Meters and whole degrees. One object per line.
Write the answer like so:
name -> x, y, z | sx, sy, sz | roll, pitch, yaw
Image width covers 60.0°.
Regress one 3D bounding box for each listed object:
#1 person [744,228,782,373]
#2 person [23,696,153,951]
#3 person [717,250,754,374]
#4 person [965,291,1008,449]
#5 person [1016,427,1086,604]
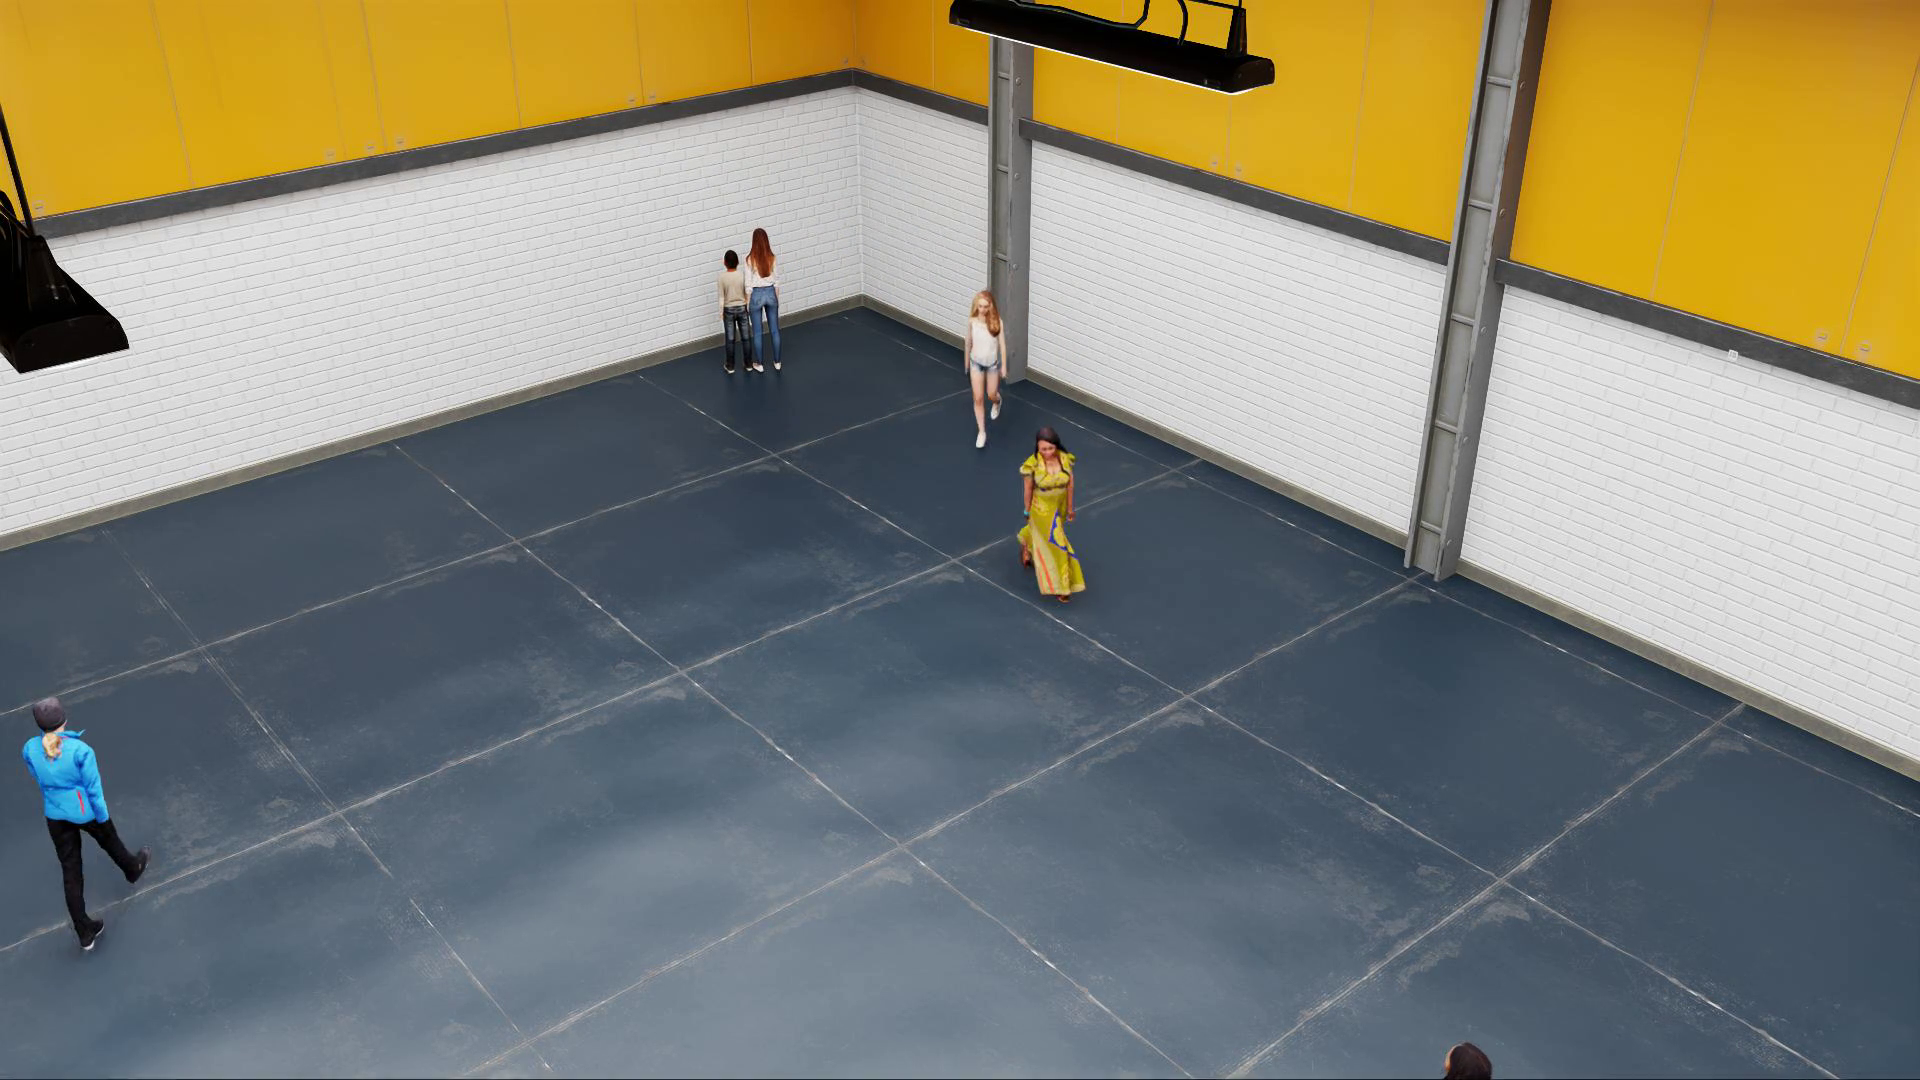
person -> -2.292, -2.806, 19.402 | 0.635, 1.729, 0.609 | -11, 30, -19
person -> -5.787, 1.864, 10.809 | 1.094, 1.759, 1.196 | 0, 29, 0
person -> -2.617, -2.671, 19.434 | 0.611, 1.461, 0.634 | -6, 29, -11
person -> 0.289, -1.874, 17.691 | 0.993, 1.731, 0.997 | 7, 29, 12
person -> 0.753, -0.299, 14.924 | 0.900, 1.617, 1.370 | -17, 33, -28
